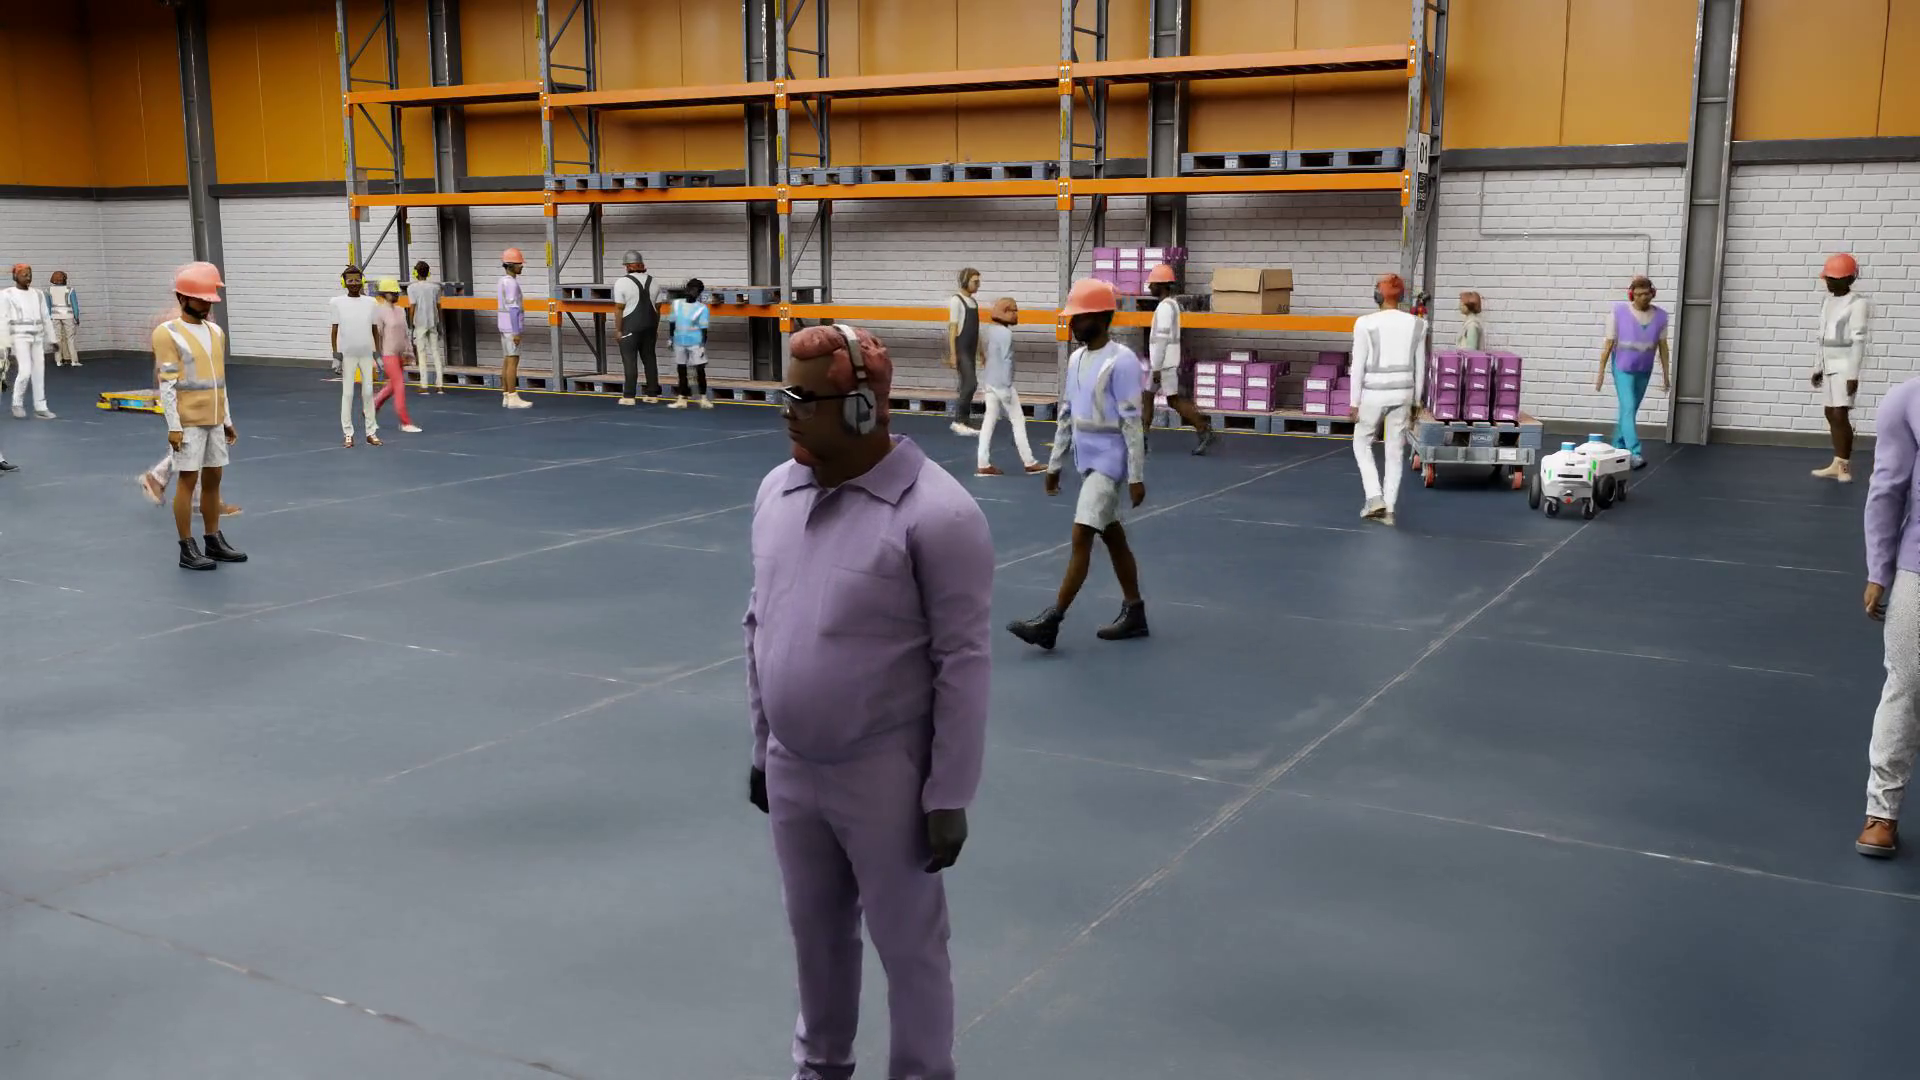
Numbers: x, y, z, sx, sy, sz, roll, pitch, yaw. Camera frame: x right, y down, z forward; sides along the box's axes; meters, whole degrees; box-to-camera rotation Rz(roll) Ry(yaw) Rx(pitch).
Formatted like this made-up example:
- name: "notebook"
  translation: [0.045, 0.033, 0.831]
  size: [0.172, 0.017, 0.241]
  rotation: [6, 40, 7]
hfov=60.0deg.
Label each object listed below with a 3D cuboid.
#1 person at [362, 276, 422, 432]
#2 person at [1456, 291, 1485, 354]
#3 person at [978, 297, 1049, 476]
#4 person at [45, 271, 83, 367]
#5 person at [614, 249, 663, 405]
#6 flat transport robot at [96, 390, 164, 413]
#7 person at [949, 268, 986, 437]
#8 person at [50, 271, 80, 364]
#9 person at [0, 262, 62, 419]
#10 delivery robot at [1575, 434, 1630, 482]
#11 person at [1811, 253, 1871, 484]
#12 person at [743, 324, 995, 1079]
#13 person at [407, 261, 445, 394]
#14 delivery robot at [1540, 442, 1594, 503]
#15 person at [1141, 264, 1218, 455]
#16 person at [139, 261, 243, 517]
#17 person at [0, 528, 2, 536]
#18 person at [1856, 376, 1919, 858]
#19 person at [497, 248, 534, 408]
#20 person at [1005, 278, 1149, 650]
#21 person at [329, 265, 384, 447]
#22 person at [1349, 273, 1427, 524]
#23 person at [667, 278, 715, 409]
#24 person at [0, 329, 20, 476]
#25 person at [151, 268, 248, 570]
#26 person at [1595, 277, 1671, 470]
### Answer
- name: "person"
  translation: [-6.410, -2.078, 18.611]
  size: [0.803, 1.738, 0.522]
  rotation: [3, 10, 17]
- name: "person"
  translation: [5.184, -1.699, 16.770]
  size: [0.542, 1.621, 0.517]
  rotation: [3, 11, 19]
- name: "person"
  translation: [0.492, -1.373, 14.973]
  size: [0.752, 1.600, 0.523]
  rotation: [-3, 11, -19]
- name: "person"
  translation: [-15.431, -3.793, 28.612]
  size: [0.523, 1.637, 0.310]
  rotation: [-1, 10, -8]
- name: "person"
  translation: [-4.269, -2.805, 21.879]
  size: [0.677, 2.000, 0.535]
  rotation: [-10, 14, -43]
- name: "flat transport robot"
  translation: [-10.158, -1.757, 20.954]
  size: [1.431, 0.197, 0.652]
  rotation: [6, 12, 30]
- name: "person"
  translation: [0.100, -2.023, 18.018]
  size: [0.432, 1.834, 0.551]
  rotation: [5, 11, 27]
- name: "person"
  translation: [-15.895, -3.939, 29.453]
  size: [0.498, 1.633, 0.285]
  rotation: [7, 12, 34]
- name: "person"
  translation: [-11.137, -2.379, 19.926]
  size: [0.435, 1.877, 0.604]
  rotation: [4, 11, 21]
- name: "delivery robot"
  translation: [5.110, -0.612, 13.403]
  size: [0.477, 0.478, 0.707]
  rotation: [10, 14, 43]
- name: "person"
  translation: [7.690, -1.498, 14.596]
  size: [0.468, 2.018, 0.673]
  rotation: [0, 10, -1]
- name: "person"
  translation: [-0.242, 0.492, 3.601]
  size: [0.644, 1.904, 0.399]
  rotation: [8, 13, 39]
- name: "person"
  translation: [-7.507, -2.979, 23.361]
  size: [0.534, 1.864, 0.309]
  rotation: [-9, 13, -42]
- name: "delivery robot"
  translation: [4.673, -0.508, 12.813]
  size: [0.477, 0.478, 0.707]
  rotation: [3, 10, 15]
- name: "person"
  translation: [2.099, -1.780, 16.501]
  size: [0.972, 1.901, 0.552]
  rotation: [2, 10, 10]
- name: "person"
  translation: [-5.940, -1.146, 12.719]
  size: [0.737, 1.960, 0.664]
  rotation: [-1, 10, -4]
- name: "person"
  translation: [-7.039, -0.898, 11.701]
  size: [0.495, 1.825, 0.988]
  rotation: [-7, 12, -34]
- name: "person"
  translation: [3.350, 0.134, 5.538]
  size: [0.628, 1.937, 0.378]
  rotation: [5, 11, 27]
- name: "person"
  translation: [-5.722, -2.711, 21.340]
  size: [0.397, 2.044, 0.609]
  rotation: [-5, 11, -25]
- name: "person"
  translation: [0.605, -0.383, 8.559]
  size: [0.949, 1.891, 0.576]
  rotation: [-4, 11, -23]
- name: "person"
  translation: [-6.236, -1.895, 17.211]
  size: [0.513, 1.872, 0.327]
  rotation: [-7, 12, -33]
- name: "person"
  translation: [3.177, -1.050, 12.421]
  size: [0.590, 1.868, 0.420]
  rotation: [-1, 10, -6]
- name: "person"
  translation: [-3.464, -2.478, 21.098]
  size: [0.629, 1.667, 0.317]
  rotation: [3, 11, 18]
- name: "person"
  translation: [-8.821, -1.493, 15.036]
  size: [0.404, 1.833, 0.587]
  rotation: [-1, 10, -4]
- name: "person"
  translation: [-4.885, -0.778, 10.716]
  size: [0.366, 1.931, 0.542]
  rotation: [3, 10, 17]
- name: "person"
  translation: [6.328, -1.554, 15.549]
  size: [0.659, 1.772, 0.984]
  rotation: [-1, 10, -6]
